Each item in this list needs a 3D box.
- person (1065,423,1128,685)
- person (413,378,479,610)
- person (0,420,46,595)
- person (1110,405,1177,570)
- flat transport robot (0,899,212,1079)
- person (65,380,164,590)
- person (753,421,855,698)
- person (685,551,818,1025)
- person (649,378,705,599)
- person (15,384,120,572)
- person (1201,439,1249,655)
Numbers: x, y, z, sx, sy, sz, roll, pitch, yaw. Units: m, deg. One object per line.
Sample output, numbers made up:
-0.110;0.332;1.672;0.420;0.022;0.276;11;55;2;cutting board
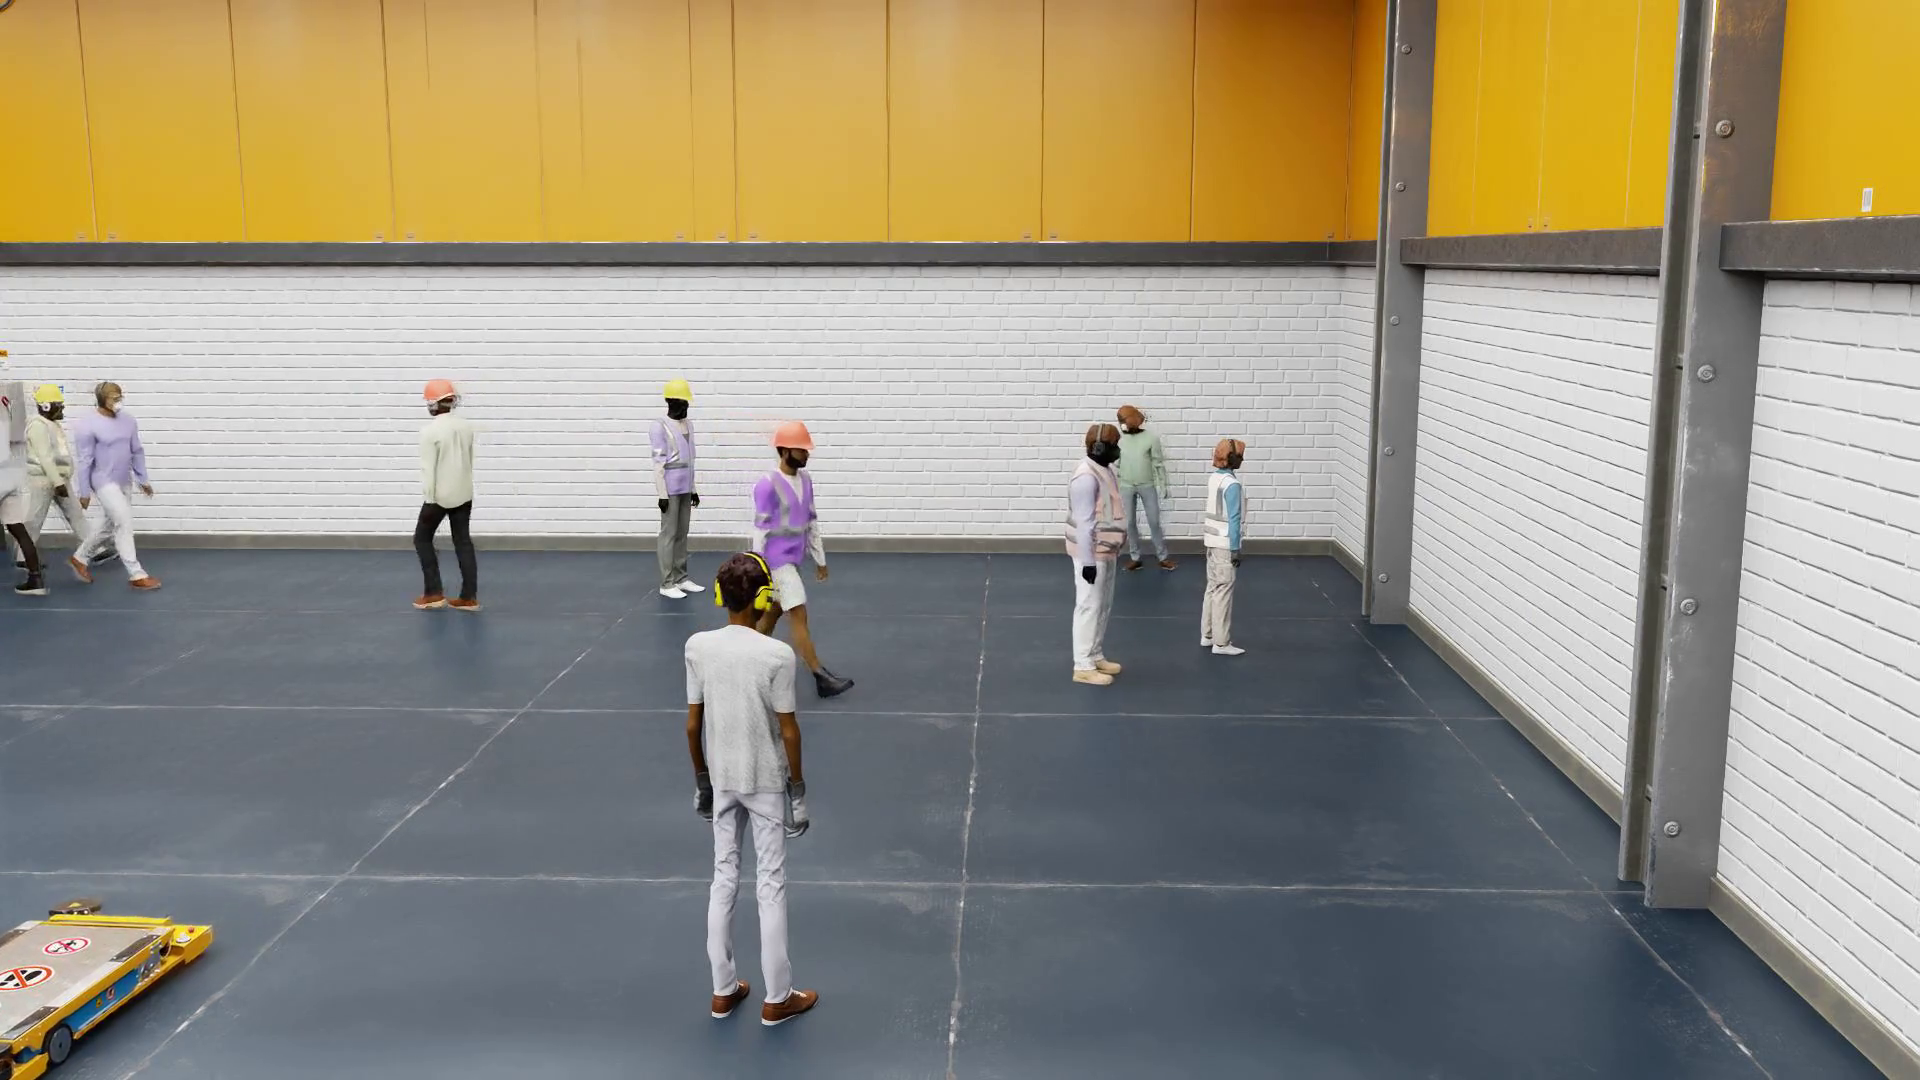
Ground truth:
0.964;0.090;11.715;0.428;1.837;0.633;4;10;20;person
-4.389;-0.376;14.046;0.700;1.970;0.637;5;11;27;person
-8.603;-0.443;14.630;1.022;1.893;0.651;1;10;8;person
1.732;-0.484;15.773;0.643;1.595;0.385;3;10;19;person
-3.615;1.763;6.490;0.652;0.197;1.431;1;10;5;flat transport robot
-7.704;-0.497;14.985;0.966;1.910;0.634;2;10;12;person
-1.152;0.123;11.401;1.011;1.881;0.567;5;11;26;person
-0.816;0.967;6.501;0.507;1.865;0.329;4;10;21;person
-2.493;-0.461;14.666;0.361;1.929;0.587;4;10;21;person
-8.578;-0.583;15.809;0.936;1.781;0.599;-2;10;-9;person
1.995;0.051;12.551;0.314;1.630;0.509;-1;10;-7;person
